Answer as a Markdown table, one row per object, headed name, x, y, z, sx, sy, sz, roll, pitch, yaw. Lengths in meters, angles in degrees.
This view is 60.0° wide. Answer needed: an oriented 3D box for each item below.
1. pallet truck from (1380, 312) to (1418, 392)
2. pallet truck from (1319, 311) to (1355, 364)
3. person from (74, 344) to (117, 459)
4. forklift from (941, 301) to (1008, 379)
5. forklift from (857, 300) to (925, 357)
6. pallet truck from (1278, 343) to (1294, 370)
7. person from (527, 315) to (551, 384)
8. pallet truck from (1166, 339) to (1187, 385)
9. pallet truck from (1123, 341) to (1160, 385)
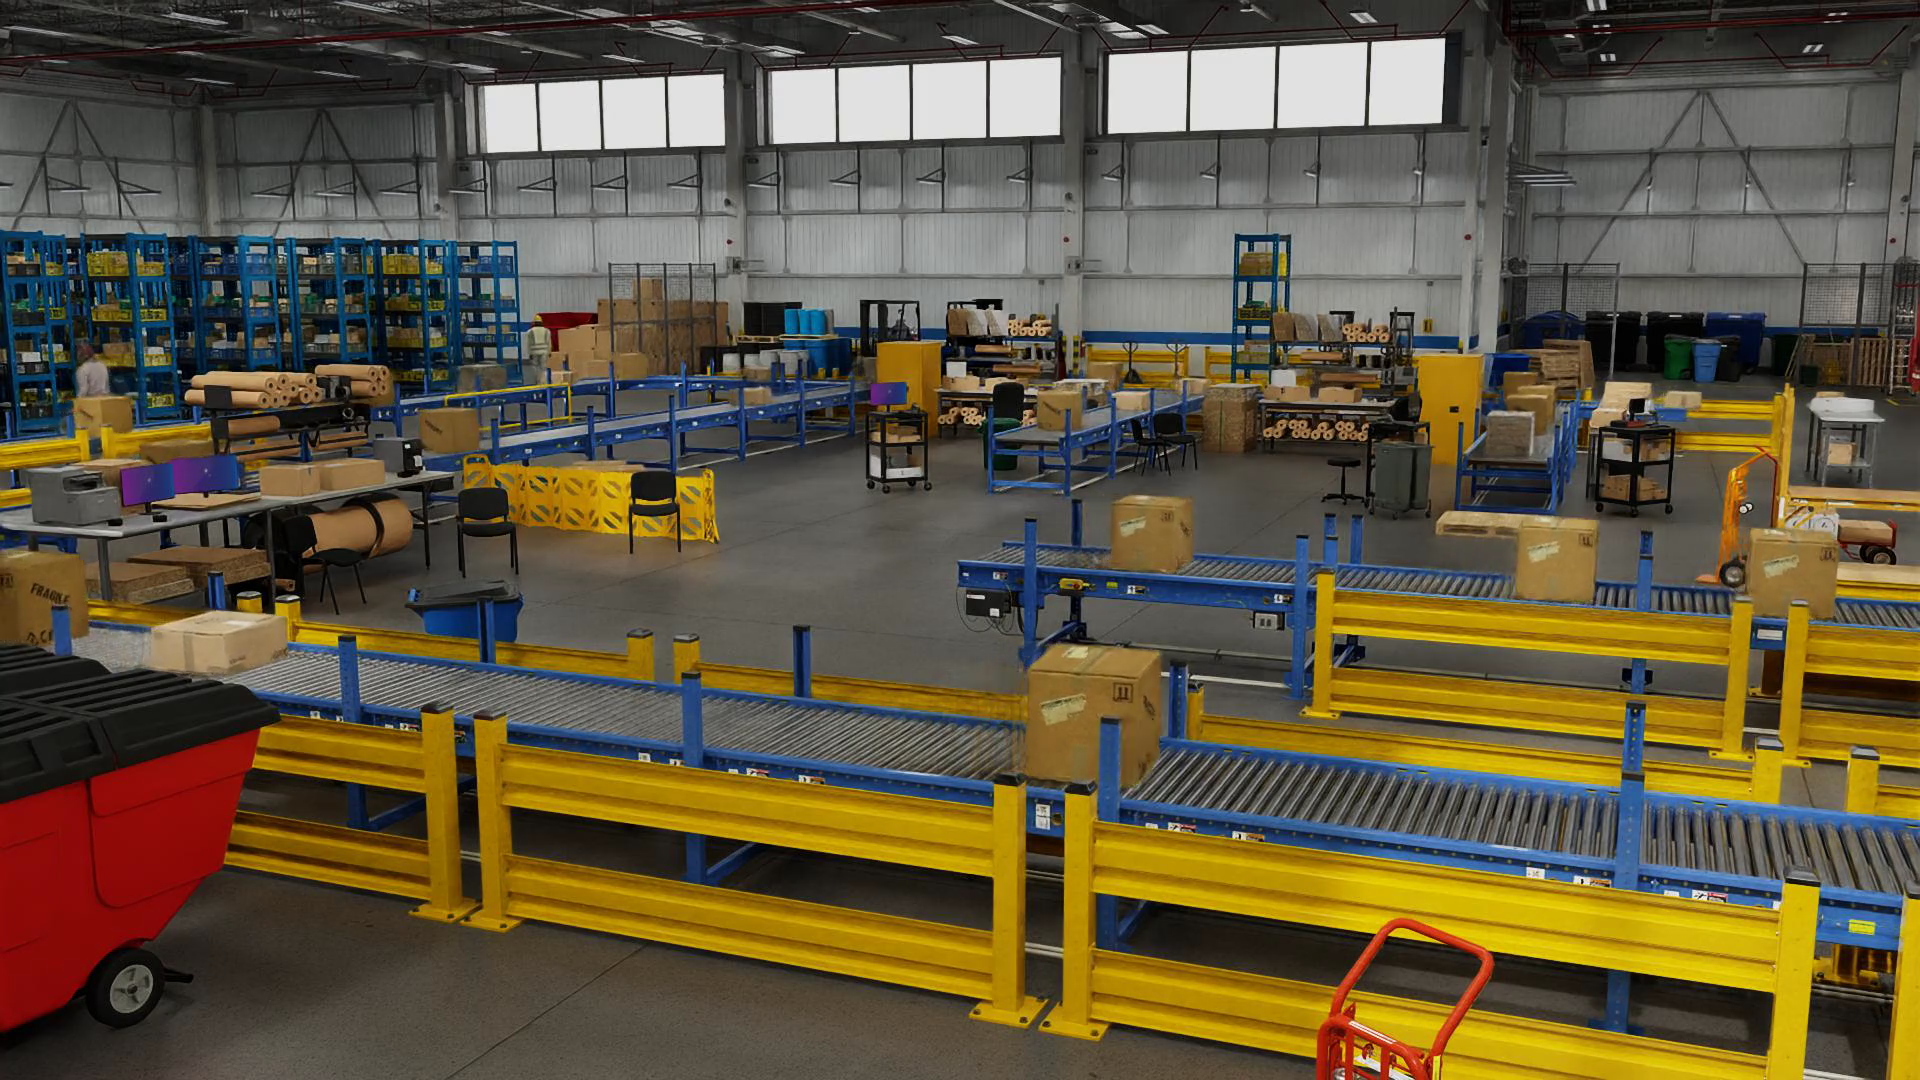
| name | x | y | z | sx | sy | sz | roll | pitch | yaw |
| --- | --- | --- | --- | --- | --- | --- | --- | --- | --- |
| pallet truck | 10.207 | -4.283 | 38.369 | 0.823 | 1.965 | 1.885 | 3 | 10 | 20 |
| pallet truck | 9.071 | -4.419 | 39.190 | 0.823 | 1.965 | 1.885 | 5 | 10 | 26 |
| person | -12.947 | -1.984 | 24.825 | 0.441 | 1.878 | 0.690 | 0 | 9 | 3 |
| forklift | 0.365 | -4.966 | 41.571 | 1.157 | 1.987 | 2.680 | 3 | 10 | 20 |
| forklift | -1.732 | -5.109 | 42.468 | 1.157 | 1.987 | 2.680 | 4 | 10 | 22 |
| pallet truck | 7.886 | -4.163 | 39.743 | 0.653 | 1.274 | 1.630 | 4 | 10 | 22 |
| person | -10.463 | -4.678 | 41.337 | 0.599 | 1.808 | 0.696 | -4 | 10 | -22 |
| pallet truck | 5.418 | -4.269 | 40.420 | 0.704 | 1.261 | 1.522 | 3 | 10 | 20 |
| pallet truck | 4.445 | -4.380 | 41.279 | 0.680 | 1.201 | 1.601 | 4 | 10 | 22 |
